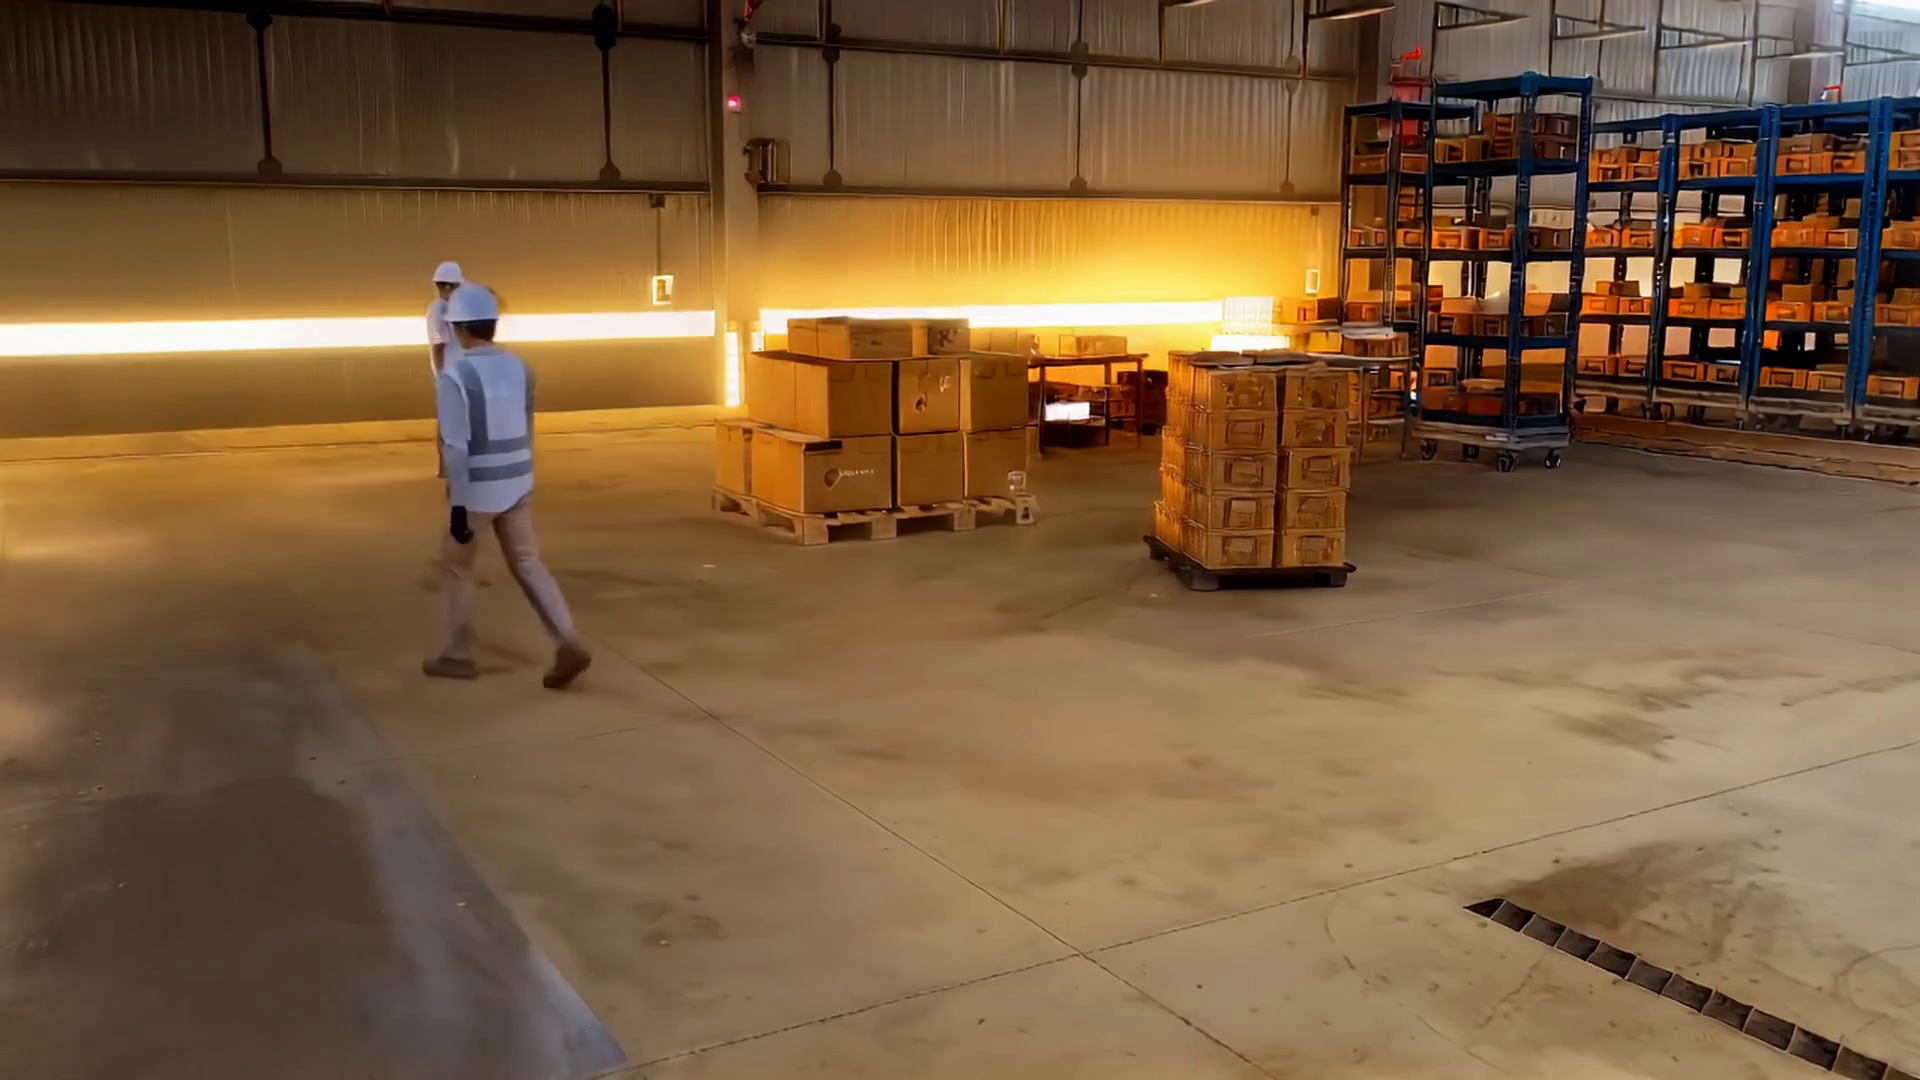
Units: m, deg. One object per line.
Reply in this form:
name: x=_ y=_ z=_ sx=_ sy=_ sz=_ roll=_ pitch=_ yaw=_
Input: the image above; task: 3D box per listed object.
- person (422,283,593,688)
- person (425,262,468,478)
person: x=-2.164 y=-0.247 z=7.802 sx=0.953 sy=1.914 sz=0.616 roll=6 pitch=12 yaw=31
person: x=-4.562 y=-1.523 z=14.967 sx=0.358 sy=1.938 sz=0.545 roll=1 pitch=10 yaw=5
